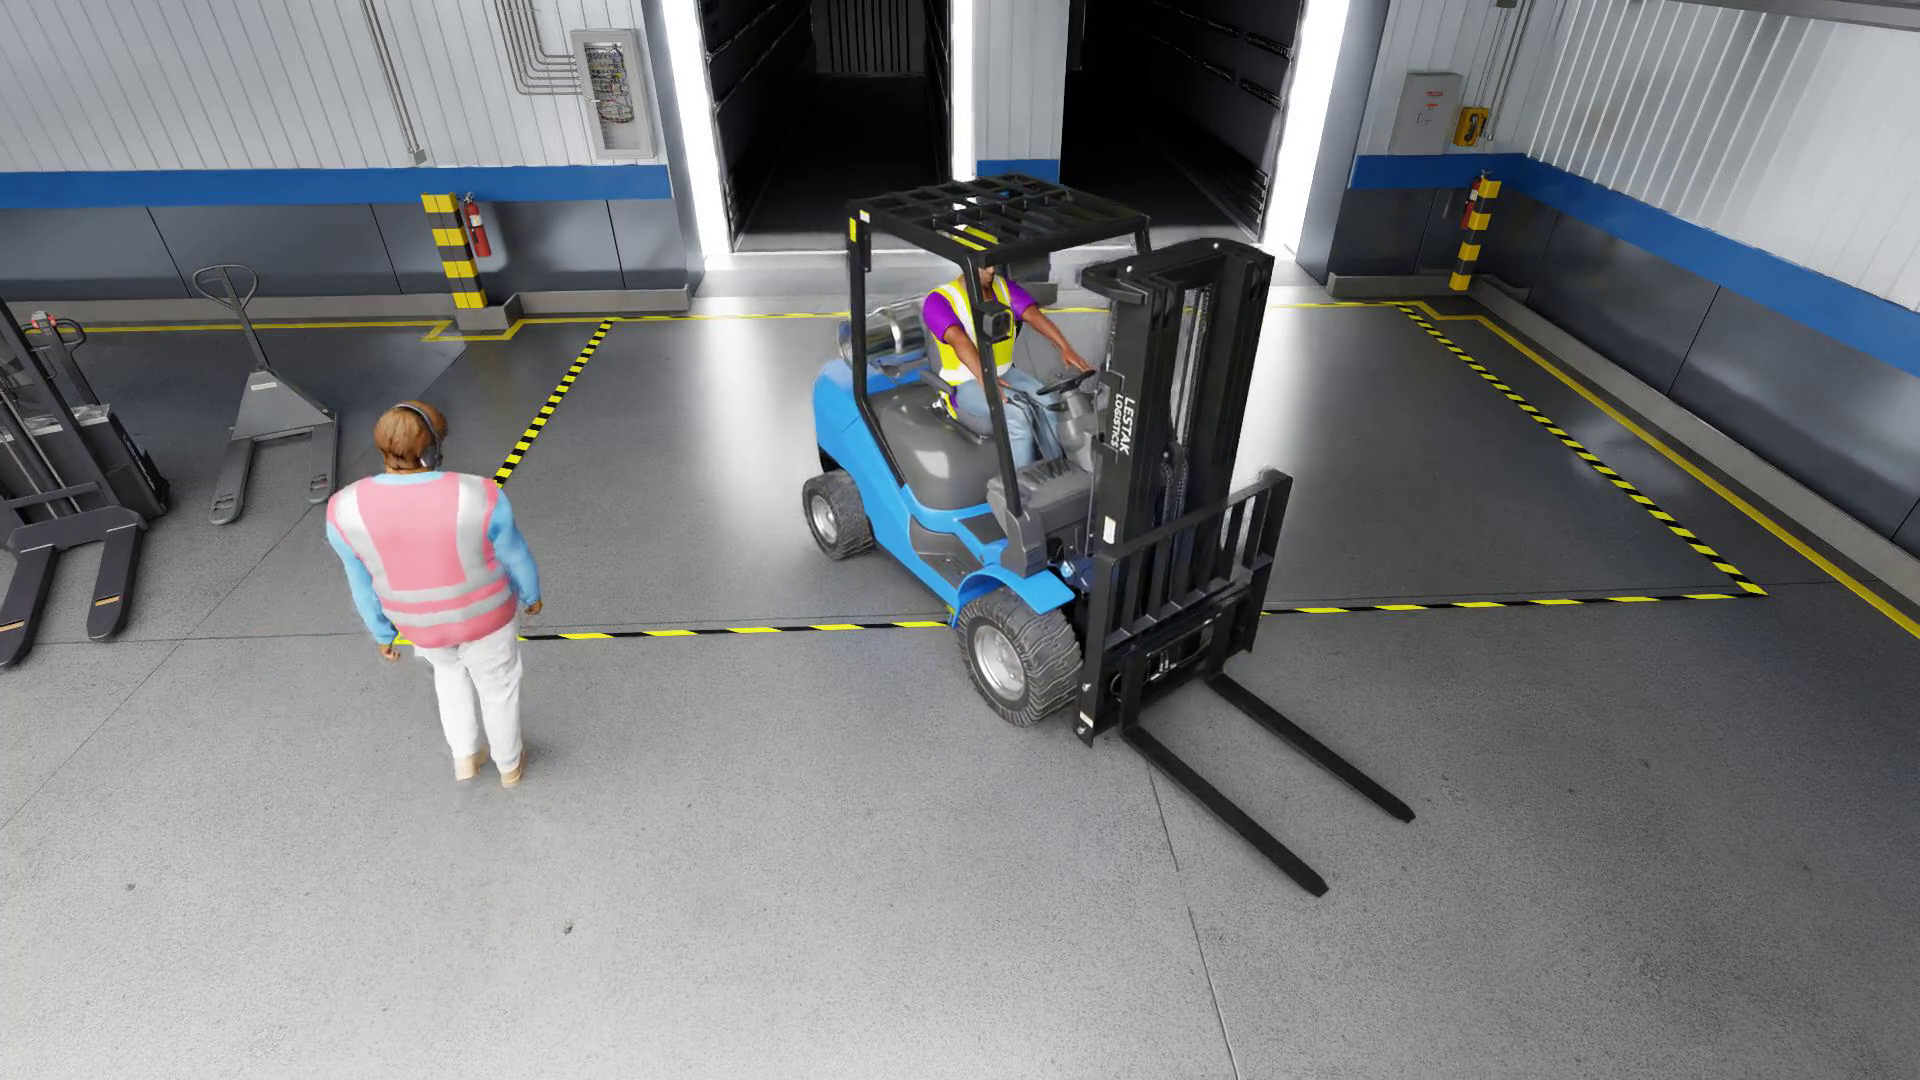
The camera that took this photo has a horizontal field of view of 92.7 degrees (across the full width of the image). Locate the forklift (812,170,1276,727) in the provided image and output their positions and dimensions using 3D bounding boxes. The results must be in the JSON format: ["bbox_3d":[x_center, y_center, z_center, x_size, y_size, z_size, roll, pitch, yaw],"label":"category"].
[{"bbox_3d":[0.234,-0.686,4.664,1.157,2.036,2.680,-22,41,-29],"label":"forklift"}]

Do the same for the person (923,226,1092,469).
[{"bbox_3d":[0.263,-0.809,4.514,0.635,1.293,1.004,-22,41,-29],"label":"person"}]

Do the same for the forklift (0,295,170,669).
[{"bbox_3d":[-5.212,-0.618,4.878,0.823,1.965,1.885,-20,39,-26],"label":"forklift"}]

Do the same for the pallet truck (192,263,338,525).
[{"bbox_3d":[-4.778,-1.027,6.128,0.680,1.201,1.601,-17,38,-23],"label":"pallet truck"}]

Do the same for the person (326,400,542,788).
[{"bbox_3d":[-2.017,0.293,3.720,0.638,1.824,0.451,-8,36,-12],"label":"person"}]
